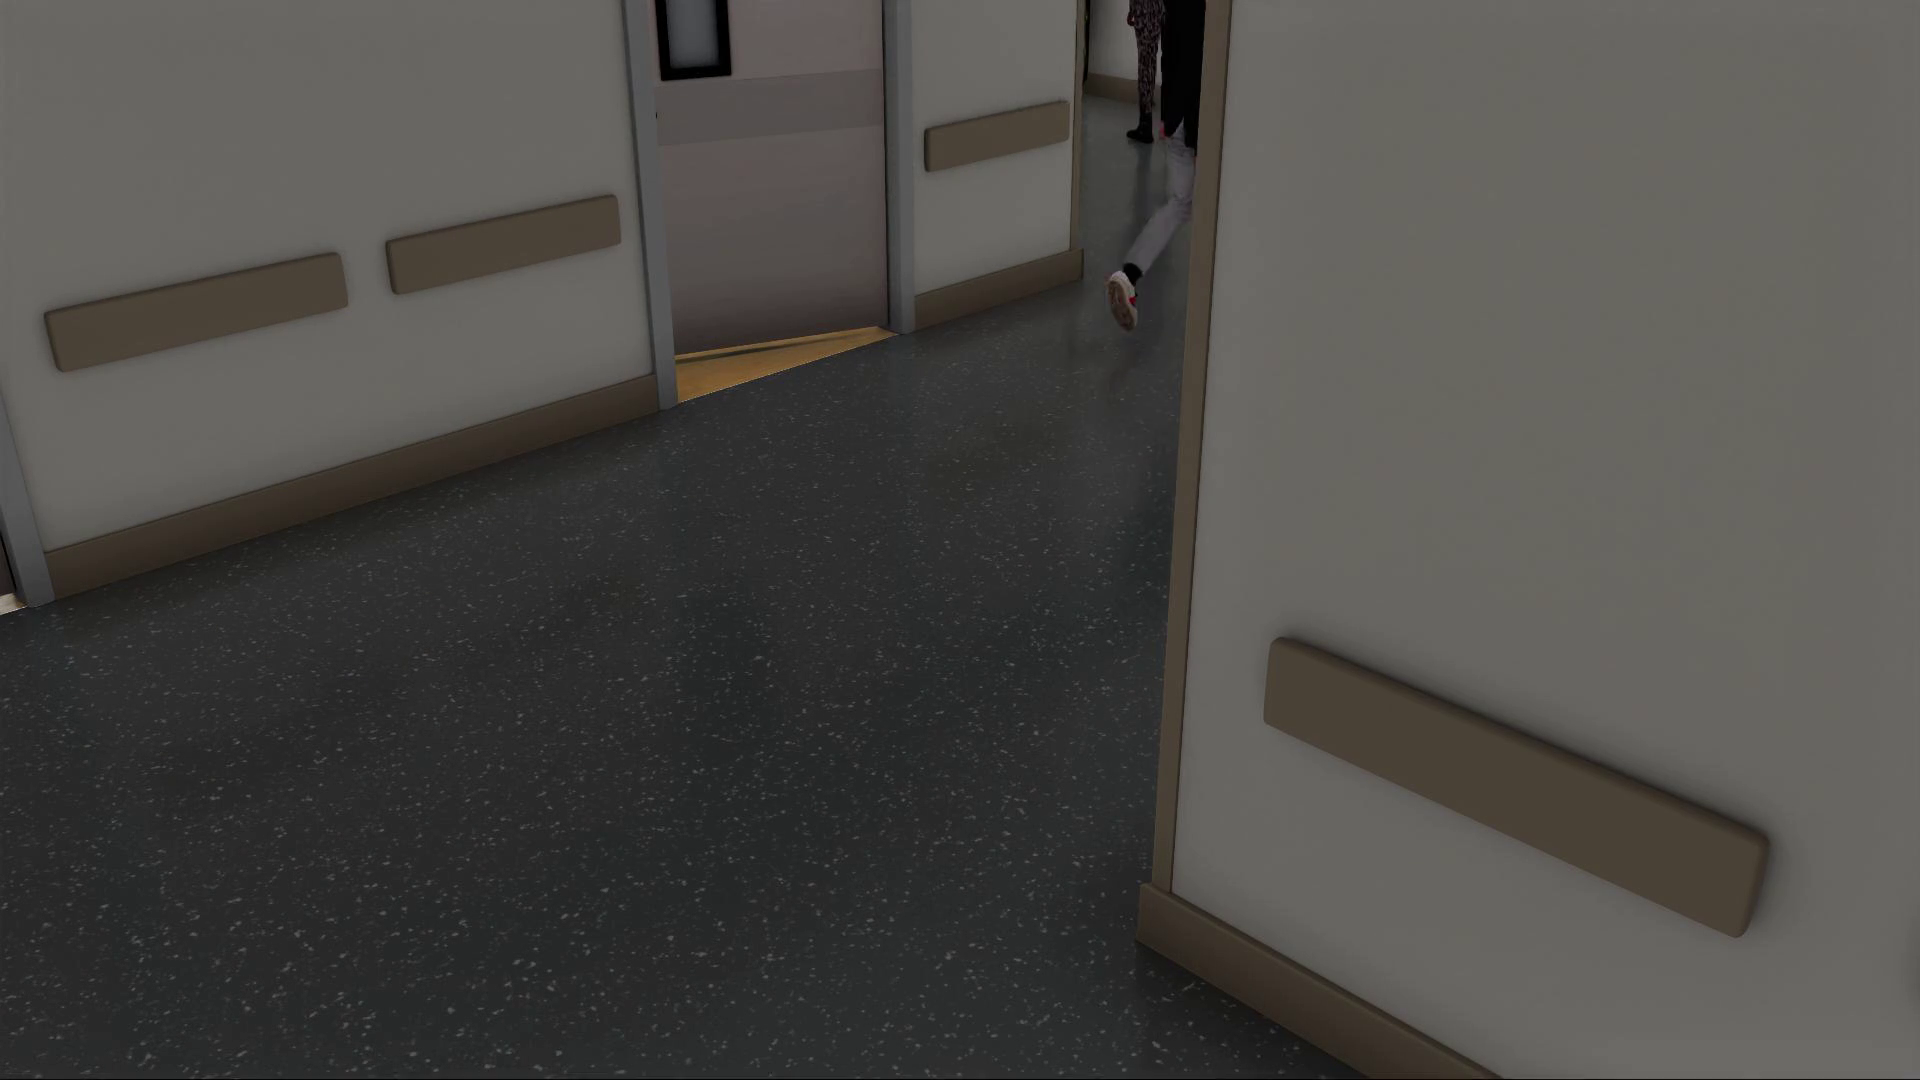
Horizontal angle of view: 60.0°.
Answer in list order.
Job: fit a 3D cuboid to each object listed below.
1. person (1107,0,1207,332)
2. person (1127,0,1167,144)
[{"bbox_3d":[1.016,-1.815,7.175,0.703,1.922,1.122,23,34,39],"label":"person"},{"bbox_3d":[1.305,-3.482,10.873,0.633,1.713,0.728,-9,27,-18],"label":"person"}]
